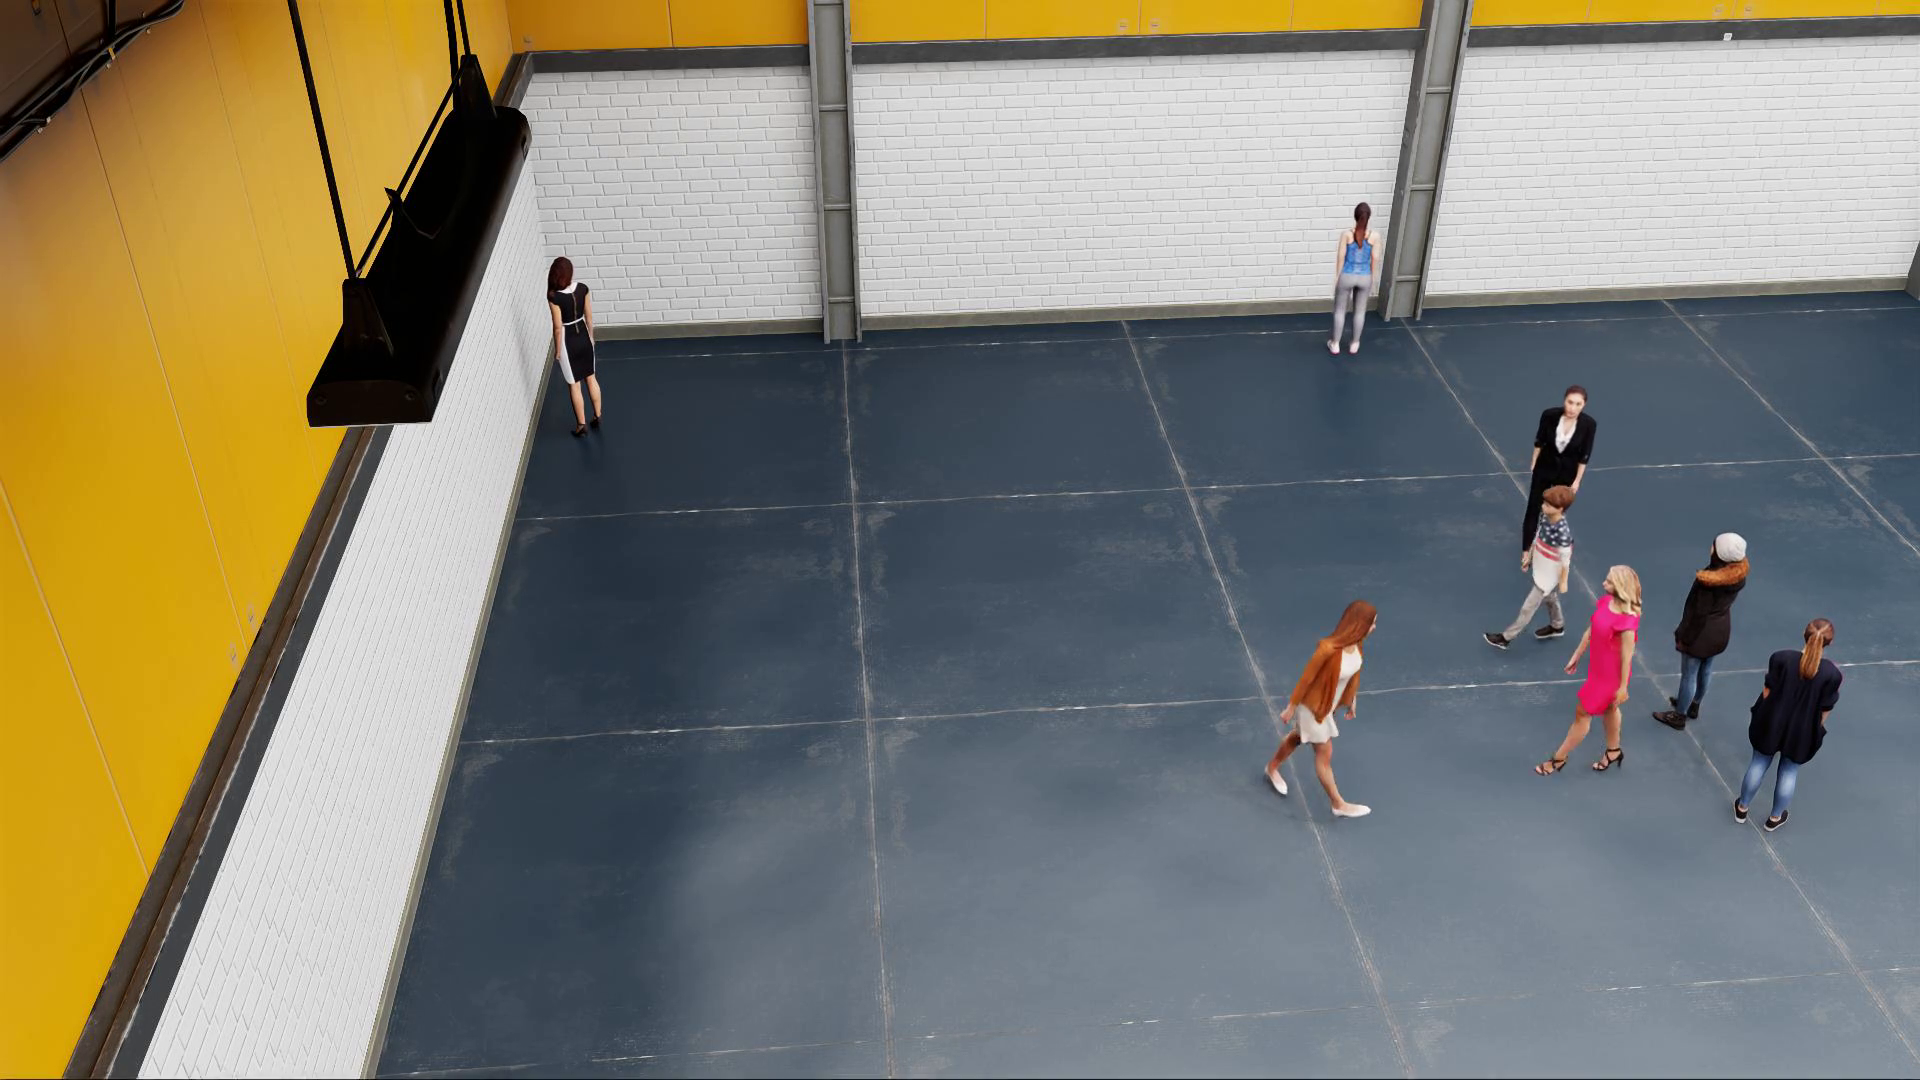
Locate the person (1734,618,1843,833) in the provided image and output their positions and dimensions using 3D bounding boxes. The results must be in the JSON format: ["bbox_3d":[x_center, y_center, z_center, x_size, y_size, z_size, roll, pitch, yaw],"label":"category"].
[{"bbox_3d":[5.454,1.213,10.954,0.702,1.683,0.778,21,39,29],"label":"person"}]

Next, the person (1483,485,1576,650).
[{"bbox_3d":[4.551,0.217,12.710,0.937,1.398,0.540,-4,34,-6],"label":"person"}]

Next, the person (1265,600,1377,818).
[{"bbox_3d":[2.334,1.092,11.164,1.105,1.652,1.140,-24,41,-32],"label":"person"}]

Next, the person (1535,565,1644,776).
[{"bbox_3d":[4.529,0.903,11.405,0.870,1.701,0.618,-1,34,-1],"label":"person"}]

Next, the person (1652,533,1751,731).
[{"bbox_3d":[5.315,0.644,11.856,0.697,1.633,0.789,-22,40,-30],"label":"person"}]

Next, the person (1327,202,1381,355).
[{"bbox_3d":[3.990,-2.643,16.822,0.519,1.610,0.654,2,34,3],"label":"person"}]

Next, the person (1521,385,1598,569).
[{"bbox_3d":[4.948,-0.591,13.730,1.097,1.615,0.981,13,36,19],"label":"person"}]

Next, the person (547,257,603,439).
[{"bbox_3d":[-3.548,-1.775,15.348,0.702,1.795,0.626,28,43,35],"label":"person"}]
